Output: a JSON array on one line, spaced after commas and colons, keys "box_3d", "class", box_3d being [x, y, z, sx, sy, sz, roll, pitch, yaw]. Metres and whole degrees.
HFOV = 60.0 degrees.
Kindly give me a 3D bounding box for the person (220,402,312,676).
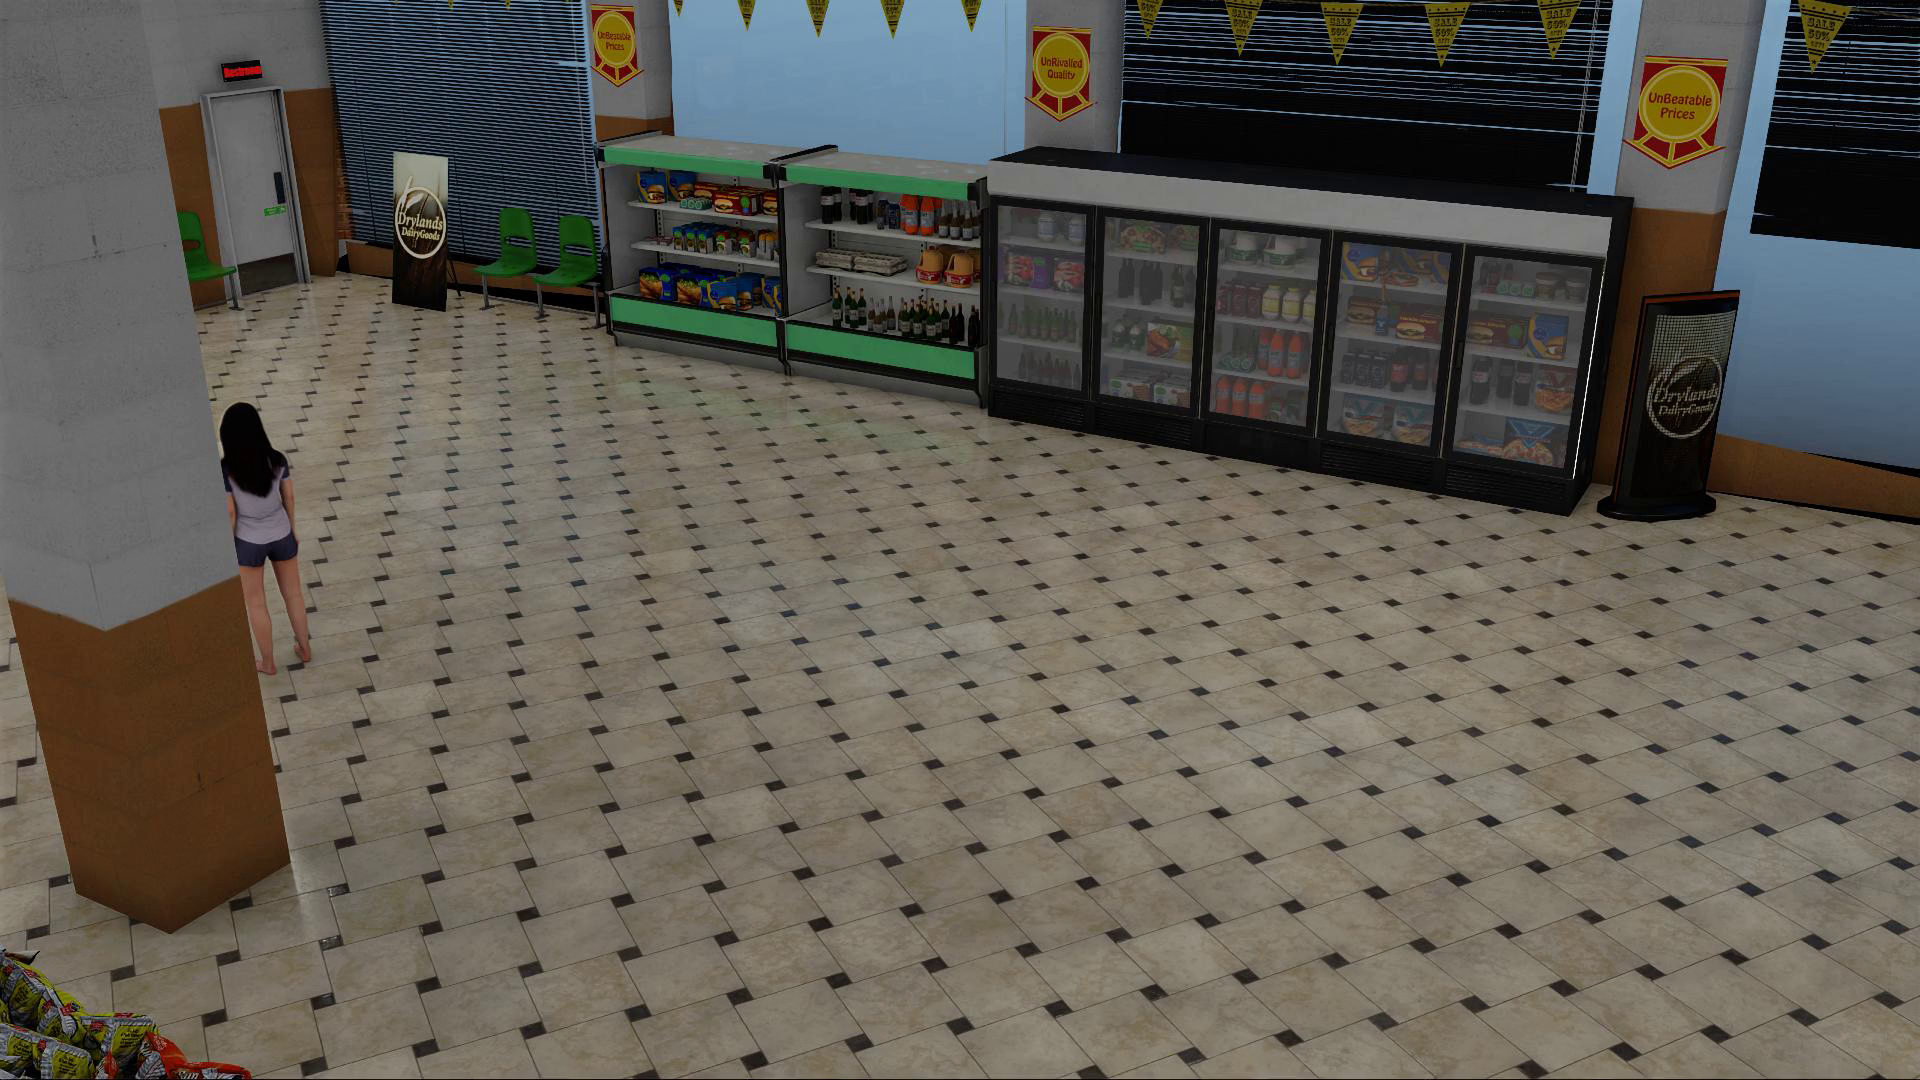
[{"box_3d": [-4.223, -0.013, 10.056, 0.611, 1.706, 0.645, 20, 29, 41], "class": "person"}]
